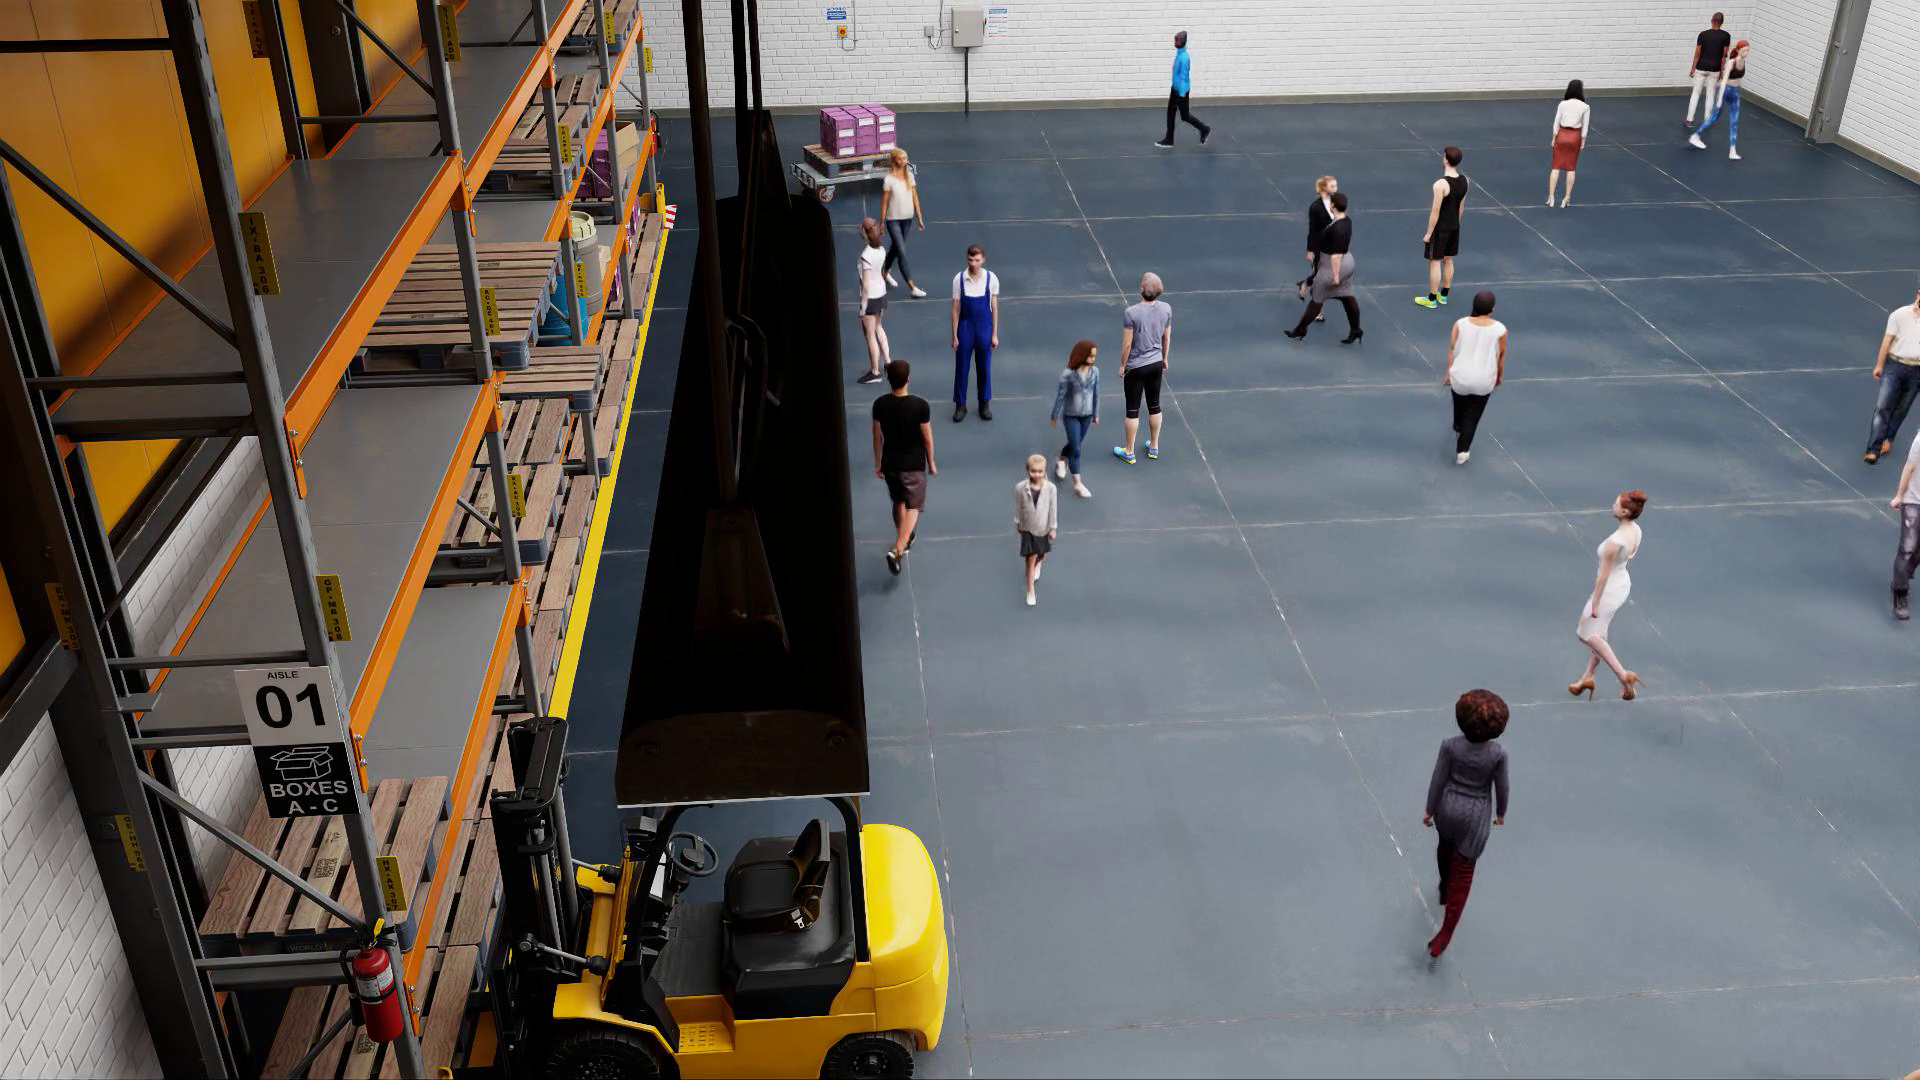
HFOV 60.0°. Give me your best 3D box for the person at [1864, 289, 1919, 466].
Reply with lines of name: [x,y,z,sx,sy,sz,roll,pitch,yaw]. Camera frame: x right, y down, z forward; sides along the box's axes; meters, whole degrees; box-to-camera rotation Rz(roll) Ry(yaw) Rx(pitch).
person: [9.049,-1.636,15.877,1.120,1.813,1.262,16,33,27]

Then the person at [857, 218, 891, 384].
person: [-0.896,-2.535,17.604,0.786,1.738,0.673,3,29,6]

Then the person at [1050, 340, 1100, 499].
person: [1.052,-1.174,15.413,0.835,1.447,1.017,-13,31,-22]

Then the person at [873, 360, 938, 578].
person: [-0.500,-0.592,13.937,0.937,1.839,1.202,8,30,14]

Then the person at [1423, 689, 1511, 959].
person: [2.976,1.711,9.885,0.947,1.676,1.158,12,31,21]

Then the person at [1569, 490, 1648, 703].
person: [4.789,0.460,12.070,0.813,1.780,0.903,-23,36,-36]

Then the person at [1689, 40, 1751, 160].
person: [11.568,-6.685,25.220,0.907,1.731,1.315,-15,32,-25]

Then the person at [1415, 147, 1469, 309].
person: [5.680,-3.666,19.518,0.761,1.890,0.733,-17,33,-28]

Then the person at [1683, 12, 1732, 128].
person: [12.021,-7.552,26.732,0.743,1.804,0.733,9,30,15]

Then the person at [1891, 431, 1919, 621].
person: [7.841,-0.325,13.484,0.893,1.804,1.129,6,29,11]

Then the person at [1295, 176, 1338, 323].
person: [4.117,-3.381,19.202,0.845,1.692,0.961,-18,33,-29]

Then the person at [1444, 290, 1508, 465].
person: [4.877,-1.533,15.863,1.030,1.646,1.184,15,32,25]

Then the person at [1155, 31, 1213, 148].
person: [3.489,-6.900,25.570,0.745,1.773,1.038,-5,29,-9]

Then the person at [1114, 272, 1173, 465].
person: [1.754,-1.643,15.809,0.713,1.891,0.675,-10,30,-18]

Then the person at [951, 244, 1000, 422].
person: [0.155,-2.098,16.687,0.621,1.848,0.549,-2,29,-4]

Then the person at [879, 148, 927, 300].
person: [-0.785,-3.792,19.894,1.075,1.752,1.249,-22,36,-35]

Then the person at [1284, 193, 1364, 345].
person: [4.259,-2.934,18.373,1.056,1.702,1.128,11,30,19]

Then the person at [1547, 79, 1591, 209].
person: [8.397,-5.477,22.984,0.675,1.750,0.670,11,31,19]

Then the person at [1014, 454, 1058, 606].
person: [0.622,-0.142,13.722,0.564,1.254,0.878,0,29,0]
